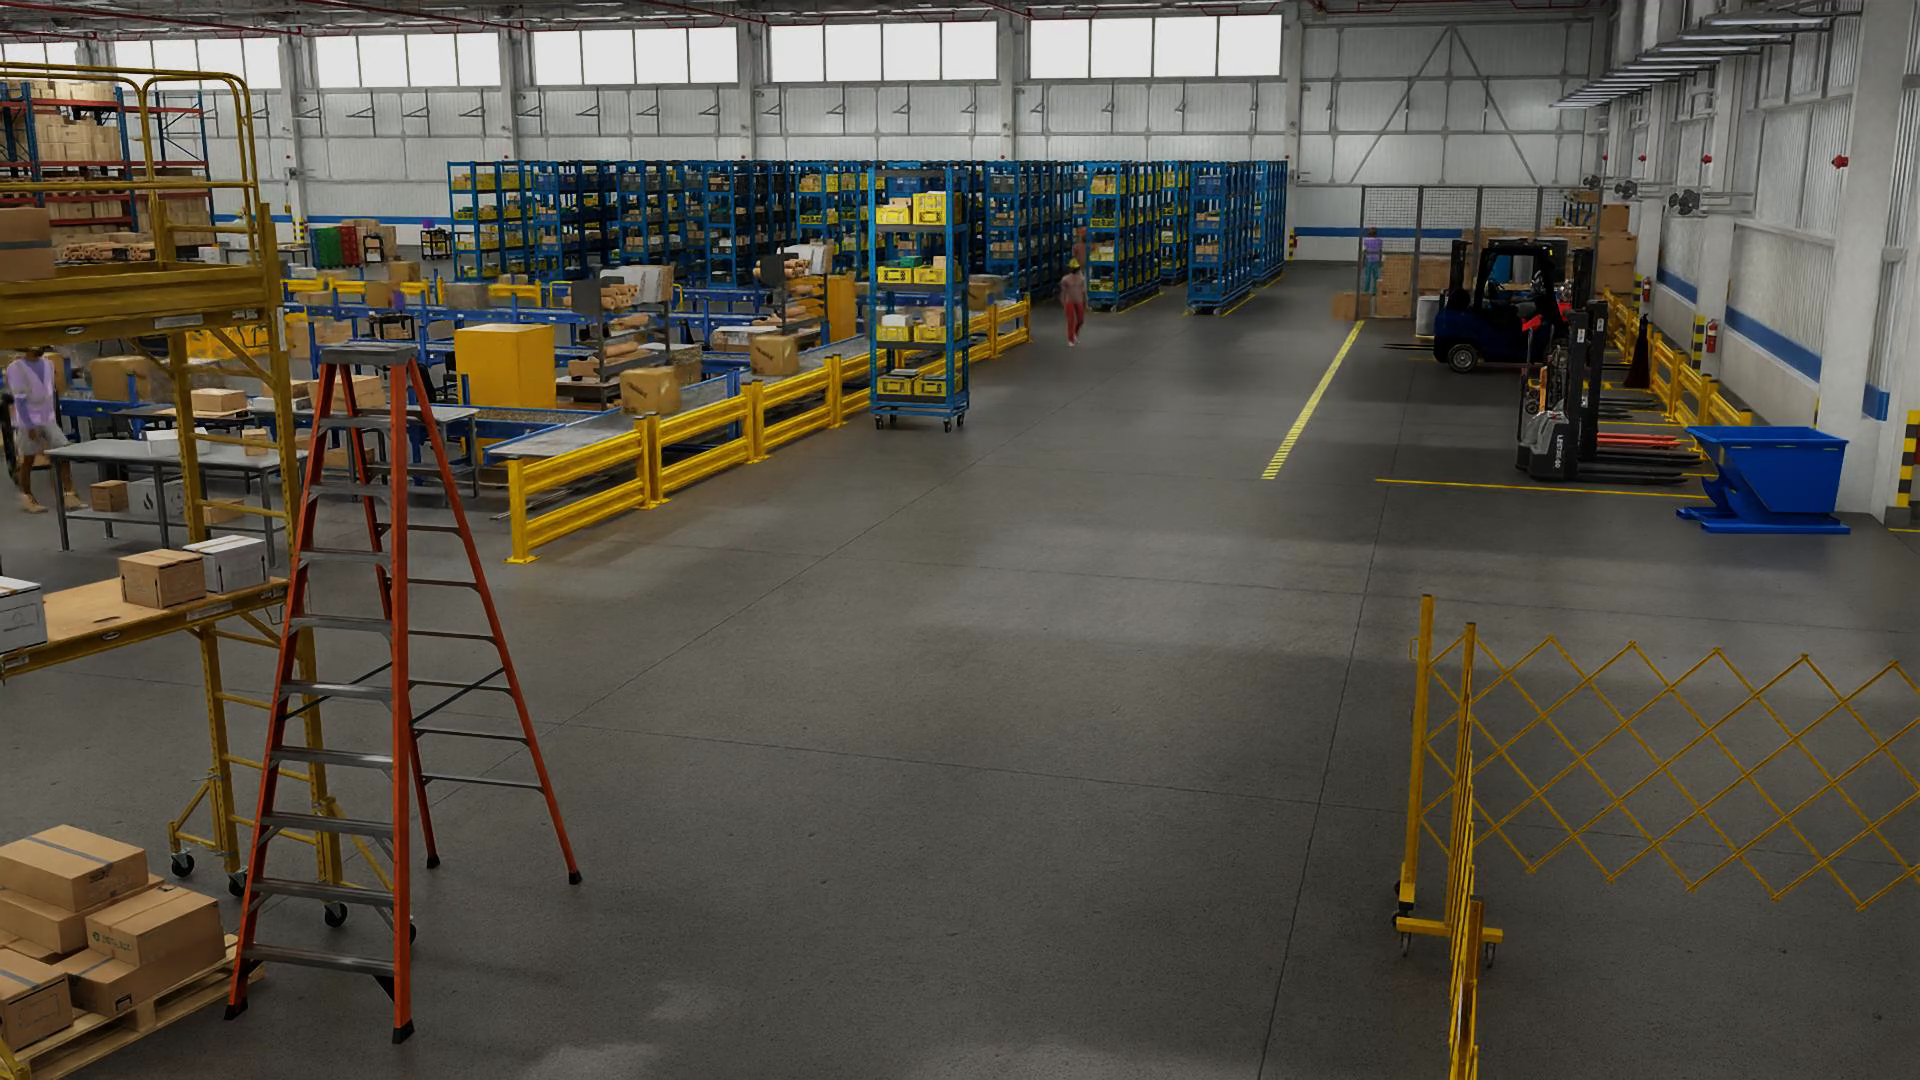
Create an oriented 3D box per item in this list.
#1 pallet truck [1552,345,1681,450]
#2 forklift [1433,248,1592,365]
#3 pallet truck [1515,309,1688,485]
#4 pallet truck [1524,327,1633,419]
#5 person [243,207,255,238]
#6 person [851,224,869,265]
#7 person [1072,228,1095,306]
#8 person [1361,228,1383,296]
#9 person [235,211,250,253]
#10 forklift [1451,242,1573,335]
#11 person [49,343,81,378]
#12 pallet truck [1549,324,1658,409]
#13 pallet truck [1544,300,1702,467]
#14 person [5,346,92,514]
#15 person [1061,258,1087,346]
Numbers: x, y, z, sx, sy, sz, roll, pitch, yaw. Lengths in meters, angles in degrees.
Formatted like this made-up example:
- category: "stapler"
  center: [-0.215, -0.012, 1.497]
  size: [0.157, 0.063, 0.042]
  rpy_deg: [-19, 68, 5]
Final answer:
- category: "pallet truck"
  center: [8.641, -1.896, 21.908]
  size: [1.630, 1.274, 0.653]
  rpy_deg: [4, 14, 16]
- category: "forklift"
  center: [9.780, -4.111, 29.280]
  size: [2.680, 1.987, 1.157]
  rpy_deg: [3, 13, 14]
- category: "pallet truck"
  center: [7.554, -1.677, 19.446]
  size: [1.885, 1.965, 0.823]
  rpy_deg: [3, 13, 14]
- category: "pallet truck"
  center: [9.065, -2.460, 24.370]
  size: [1.522, 1.261, 0.704]
  rpy_deg: [3, 13, 14]
- category: "person"
  center: [-28.787, -12.610, 67.232]
  size: [0.382, 1.733, 0.585]
  rpy_deg: [10, 17, 38]
- category: "person"
  center: [-2.992, -8.564, 49.552]
  size: [0.600, 1.829, 0.404]
  rpy_deg: [-4, 14, -17]
- category: "person"
  center: [3.171, -6.975, 42.429]
  size: [0.631, 1.964, 0.928]
  rpy_deg: [2, 13, 11]
- category: "person"
  center: [11.169, -7.540, 45.098]
  size: [0.566, 1.847, 0.389]
  rpy_deg: [-2, 13, -10]
- category: "person"
  center: [-27.264, -11.665, 63.208]
  size: [0.828, 1.716, 0.559]
  rpy_deg: [12, 18, 42]
- category: "forklift"
  center: [10.464, -4.597, 31.405]
  size: [2.680, 1.987, 1.157]
  rpy_deg: [4, 14, 16]
- category: "person"
  center: [-15.280, -3.676, 28.297]
  size: [0.432, 1.892, 0.678]
  rpy_deg: [-4, 13, -15]
- category: "pallet truck"
  center: [9.824, -2.669, 25.407]
  size: [1.601, 1.201, 0.680]
  rpy_deg: [4, 14, 16]
- category: "pallet truck"
  center: [8.263, -1.952, 20.631]
  size: [1.885, 1.965, 0.823]
  rpy_deg: [5, 14, 20]
- category: "person"
  center: [-9.669, -1.251, 17.584]
  size: [0.909, 2.009, 0.618]
  rpy_deg: [5, 14, 19]
- category: "person"
  center: [2.285, -4.739, 33.189]
  size: [0.549, 1.755, 0.383]
  rpy_deg: [-2, 13, -10]
